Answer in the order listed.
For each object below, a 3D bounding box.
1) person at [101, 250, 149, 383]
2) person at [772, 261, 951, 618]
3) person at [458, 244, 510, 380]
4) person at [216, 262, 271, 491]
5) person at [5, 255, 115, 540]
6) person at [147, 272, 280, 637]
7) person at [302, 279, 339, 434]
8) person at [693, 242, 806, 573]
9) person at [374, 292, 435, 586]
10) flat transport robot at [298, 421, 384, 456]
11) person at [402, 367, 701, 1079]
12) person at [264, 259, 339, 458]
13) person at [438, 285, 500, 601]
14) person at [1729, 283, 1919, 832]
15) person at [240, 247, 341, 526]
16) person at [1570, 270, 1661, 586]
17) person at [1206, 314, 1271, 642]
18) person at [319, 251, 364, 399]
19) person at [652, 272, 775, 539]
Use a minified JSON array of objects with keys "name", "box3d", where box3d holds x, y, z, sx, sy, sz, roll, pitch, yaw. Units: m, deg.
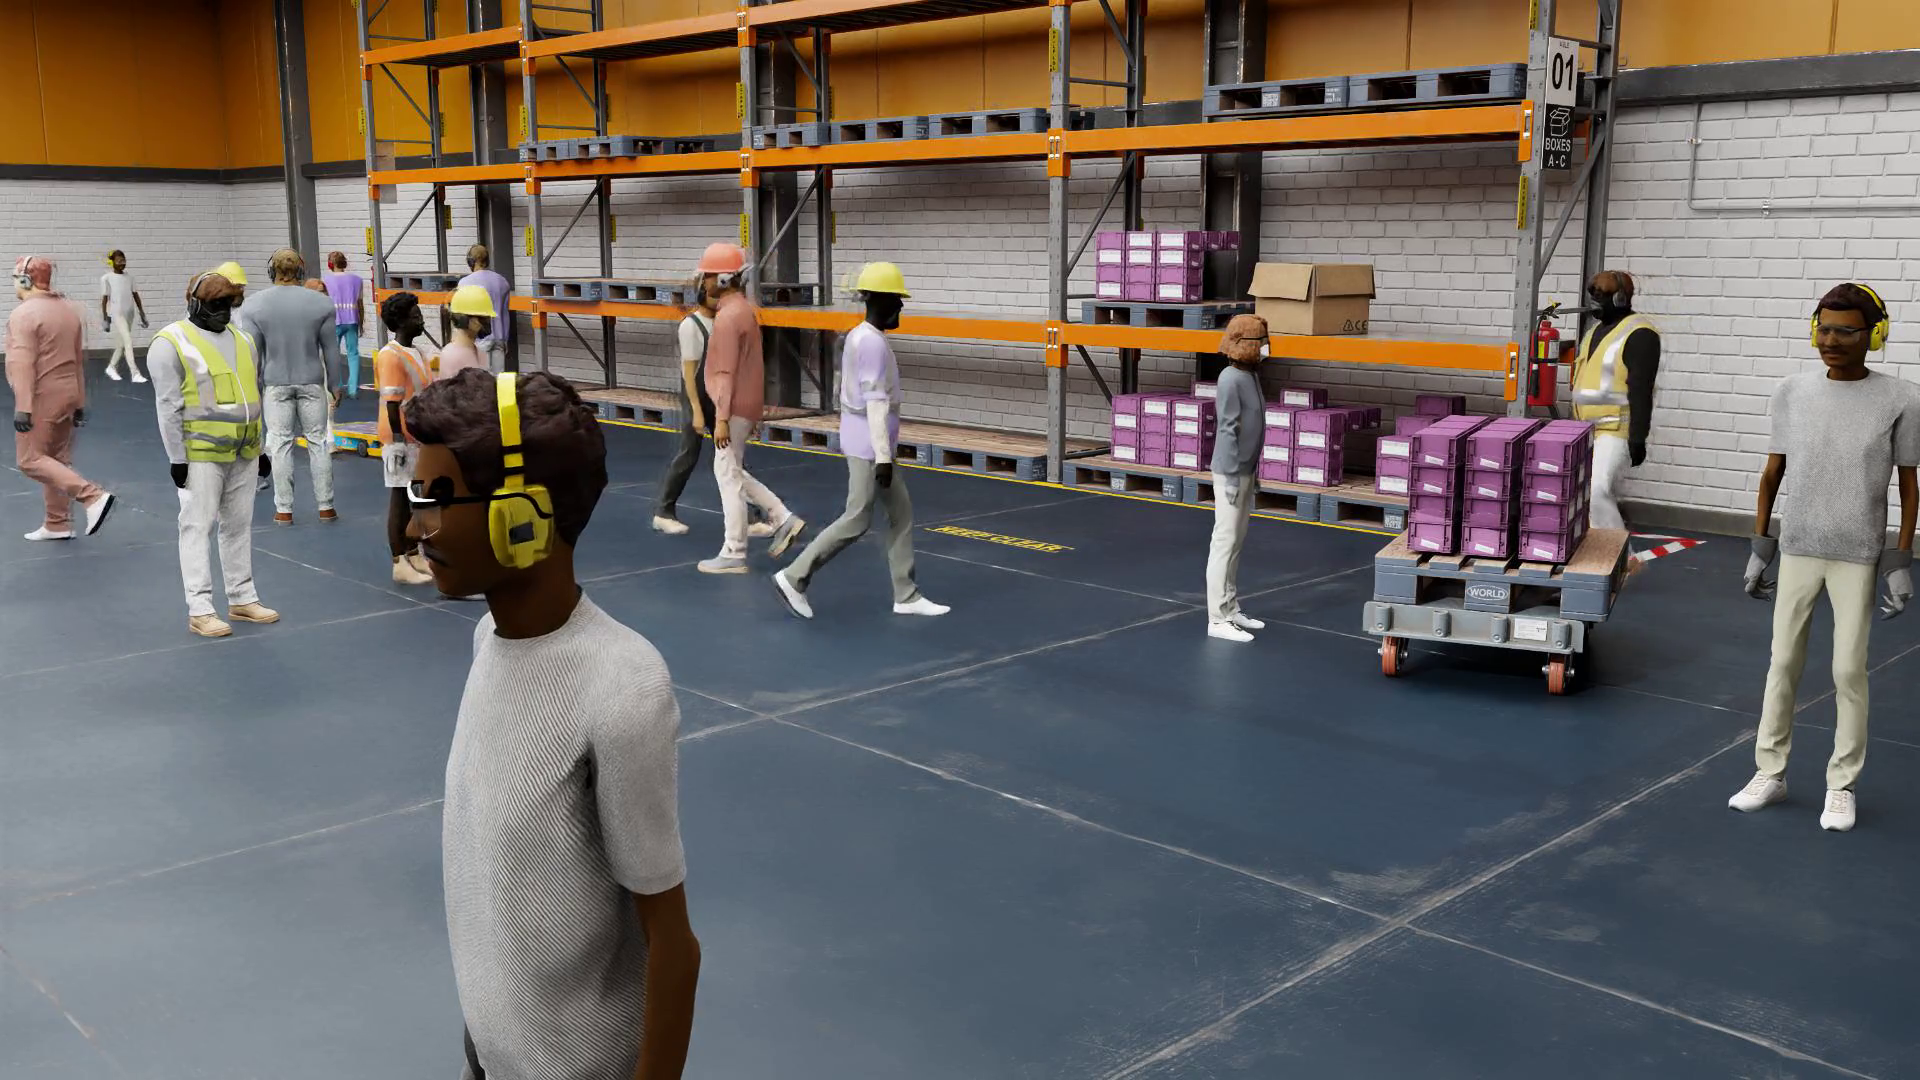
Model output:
[{"name":"person","box3d":[-11.645,-3.109,23.093,0.959,1.830,0.520,5,11,24]},{"name":"person","box3d":[-0.529,-0.509,8.730,0.881,1.892,0.597,0,10,-2]},{"name":"person","box3d":[-4.707,-1.956,16.493,0.351,1.936,0.634,6,12,28]},{"name":"person","box3d":[-5.644,-1.276,13.135,0.807,1.800,0.626,6,12,31]},{"name":"person","box3d":[-5.922,-0.910,10.903,0.597,1.897,0.649,0,10,-1]},{"name":"person","box3d":[-3.789,-0.441,8.515,0.429,1.838,0.621,4,11,23]},{"name":"person","box3d":[-6.199,-1.707,16.031,0.358,1.609,0.511,6,12,29]},{"name":"person","box3d":[-1.296,-0.775,9.933,0.560,1.982,0.620,0,10,1]},{"name":"person","box3d":[-3.198,-0.588,9.697,0.336,1.696,0.548,0,10,-1]},{"name":"flat transport robot","box3d":[-5.520,-0.960,15.606,1.431,0.197,0.652,8,13,36]},{"name":"person","box3d":[-0.526,0.711,2.141,0.314,1.866,0.536,-8,13,-36]},{"name":"person","box3d":[-6.034,-1.647,15.084,0.971,1.842,0.592,7,12,34]},{"name":"person","box3d":[-2.696,-0.520,9.152,0.397,1.748,0.528,1,10,8]},{"name":"person","box3d":[2.976,0.061,5.692,0.535,1.864,0.309,9,14,41]},{"name":"person","box3d":[-4.656,-1.067,11.636,0.636,1.938,0.358,-5,11,-24]},{"name":"person","box3d":[3.659,-0.602,9.411,0.450,1.826,0.659,-1,10,-5]},{"name":"person","box3d":[1.413,-0.321,8.400,0.280,1.634,0.498,4,11,23]},{"name":"person","box3d":[-7.703,-2.663,20.684,0.570,1.819,0.769,-7,13,-34]},{"name":"person","box3d":[-1.700,-0.902,11.148,0.949,1.803,0.525,6,12,28]}]
